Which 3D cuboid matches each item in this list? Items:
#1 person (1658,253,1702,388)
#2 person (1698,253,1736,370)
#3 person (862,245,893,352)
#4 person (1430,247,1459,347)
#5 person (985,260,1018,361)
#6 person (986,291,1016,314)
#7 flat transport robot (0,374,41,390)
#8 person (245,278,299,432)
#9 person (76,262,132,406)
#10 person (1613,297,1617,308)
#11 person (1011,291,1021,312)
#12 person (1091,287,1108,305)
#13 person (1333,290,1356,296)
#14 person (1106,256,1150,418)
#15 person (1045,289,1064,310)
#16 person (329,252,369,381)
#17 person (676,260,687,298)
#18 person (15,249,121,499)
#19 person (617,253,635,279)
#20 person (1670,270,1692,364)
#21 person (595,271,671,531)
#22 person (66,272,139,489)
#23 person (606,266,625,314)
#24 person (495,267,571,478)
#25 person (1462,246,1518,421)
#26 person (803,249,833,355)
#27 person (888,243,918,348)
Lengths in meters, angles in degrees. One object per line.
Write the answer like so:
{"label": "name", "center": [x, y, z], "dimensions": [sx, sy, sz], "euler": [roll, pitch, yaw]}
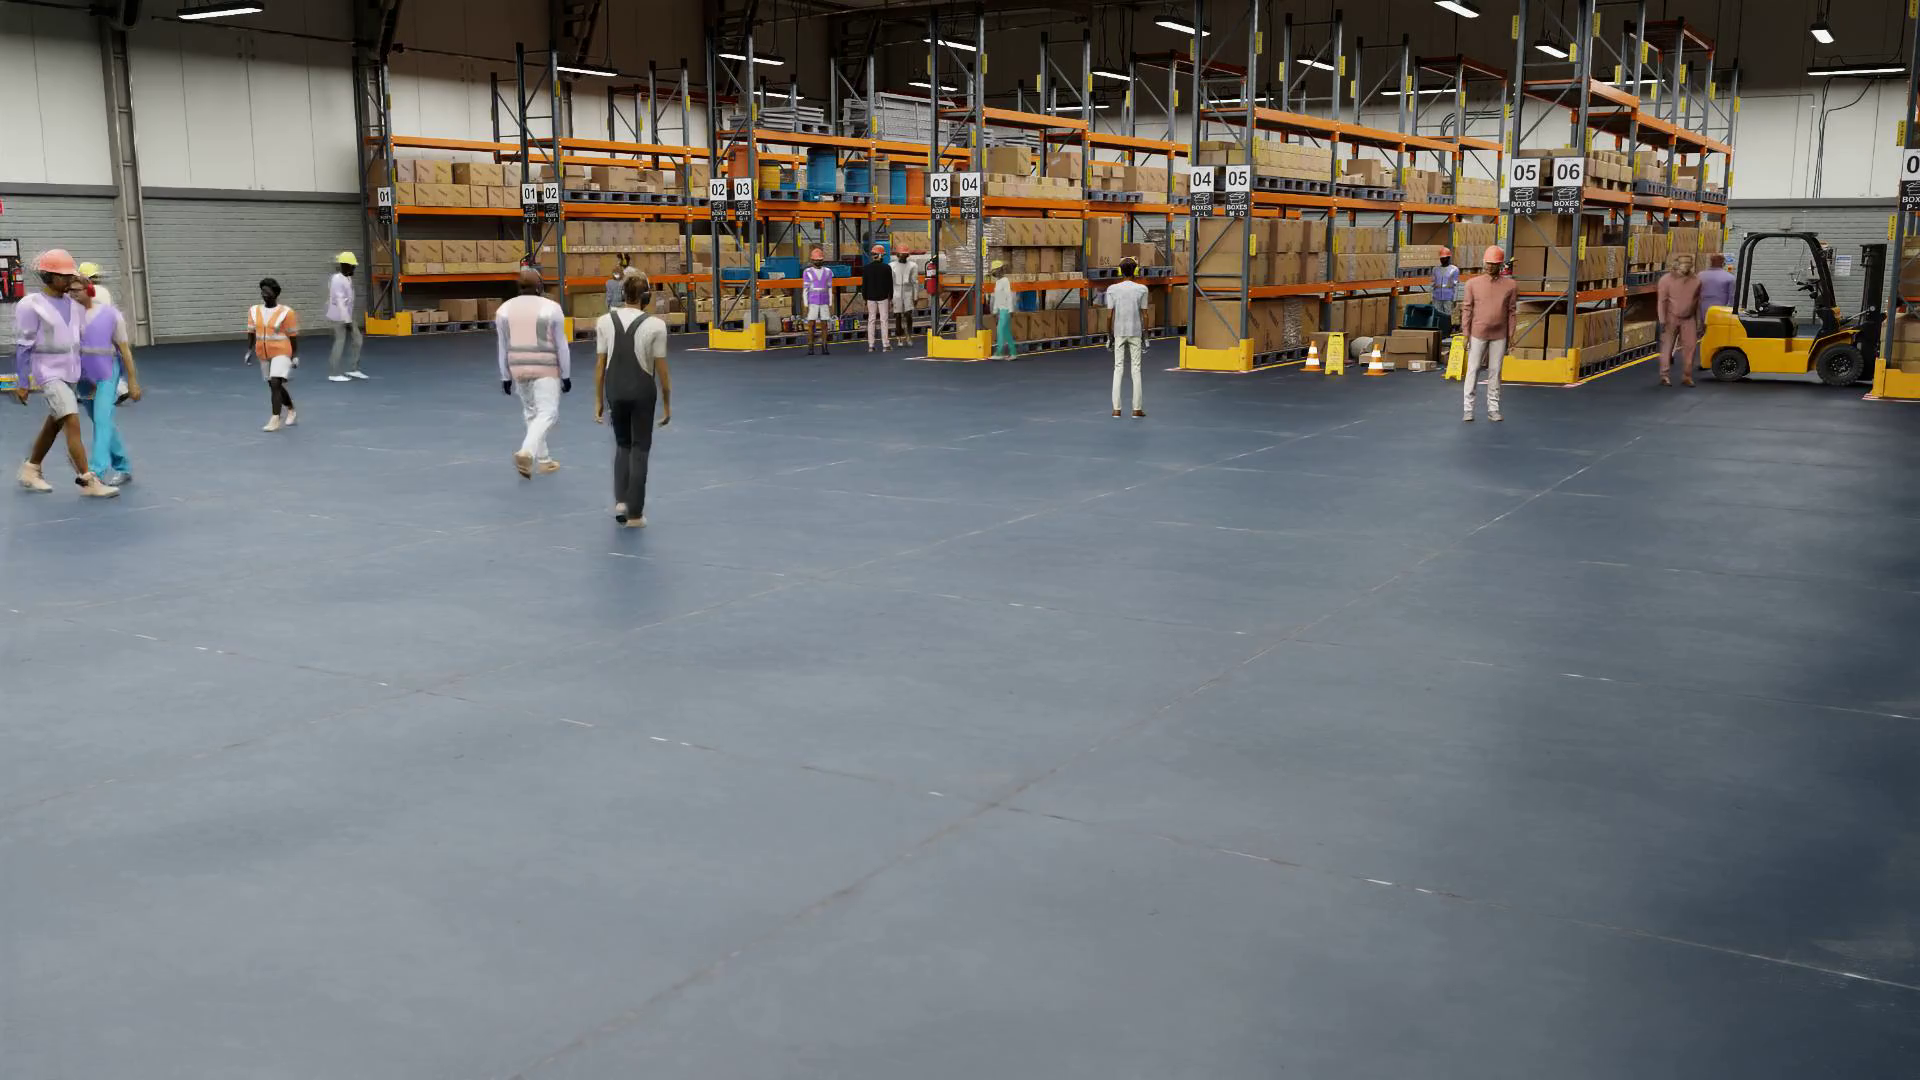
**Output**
{"label": "person", "center": [10.130, -3.078, 23.388], "dimensions": [0.661, 1.886, 0.712], "euler": [0, 10, 0]}
{"label": "person", "center": [12.125, -3.659, 26.698], "dimensions": [1.013, 1.851, 0.666], "euler": [-9, 13, -41]}
{"label": "person", "center": [-1.527, -4.513, 31.114], "dimensions": [0.610, 1.989, 0.392], "euler": [4, 11, 19]}
{"label": "person", "center": [9.398, -4.704, 32.328], "dimensions": [0.548, 1.937, 0.379], "euler": [7, 12, 35]}
{"label": "person", "center": [0.683, -3.931, 28.579], "dimensions": [0.701, 1.716, 0.601], "euler": [-3, 11, -17]}
{"label": "person", "center": [0.806, -4.815, 32.984], "dimensions": [0.626, 1.931, 0.376], "euler": [0, 10, 1]}
{"label": "flat transport robot", "center": [-12.963, -2.136, 22.611], "dimensions": [1.431, 0.197, 0.652], "euler": [-9, 14, -41]}
{"label": "person", "center": [-7.459, -2.036, 18.157], "dimensions": [0.530, 1.662, 0.849], "euler": [2, 10, 10]}
{"label": "person", "center": [-10.705, -2.544, 20.646], "dimensions": [0.901, 1.800, 0.590], "euler": [0, 10, 2]}
{"label": "person", "center": [14.643, -5.481, 36.733], "dimensions": [0.578, 1.911, 0.750], "euler": [3, 11, 17]}
{"label": "person", "center": [1.154, -5.380, 36.440], "dimensions": [0.515, 1.832, 0.936], "euler": [4, 11, 21]}
{"label": "person", "center": [3.362, -5.838, 39.219], "dimensions": [0.553, 1.729, 0.815], "euler": [3, 11, 18]}
{"label": "person", "center": [8.387, -5.258, 36.297], "dimensions": [0.509, 1.629, 0.316], "euler": [3, 10, 14]}
{"label": "person", "center": [1.953, -2.355, 19.349], "dimensions": [0.514, 1.876, 0.328], "euler": [2, 10, 12]}
{"label": "person", "center": [2.015, -5.204, 36.034], "dimensions": [0.509, 1.610, 0.629], "euler": [7, 12, 35]}
{"label": "person", "center": [-8.999, -3.274, 24.432], "dimensions": [0.683, 1.894, 0.666], "euler": [-1, 10, -5]}
{"label": "person", "center": [-6.591, -5.900, 39.880], "dimensions": [0.499, 1.633, 0.289], "euler": [7, 12, 33]}
{"label": "person", "center": [-7.236, -1.326, 13.312], "dimensions": [1.067, 1.985, 0.612], "euler": [3, 11, 15]}
{"label": "person", "center": [-6.432, -4.709, 32.608], "dimensions": [0.530, 1.845, 0.559], "euler": [3, 11, 16]}
{"label": "person", "center": [12.163, -3.768, 28.038], "dimensions": [0.526, 1.606, 0.823], "euler": [6, 12, 32]}
{"label": "person", "center": [-2.300, -0.981, 11.784], "dimensions": [0.534, 1.824, 0.481], "euler": [2, 10, 9]}
{"label": "person", "center": [-7.093, -1.281, 13.574], "dimensions": [0.564, 1.782, 1.005], "euler": [1, 10, 3]}
{"label": "person", "center": [-6.436, -4.362, 31.364], "dimensions": [0.534, 1.586, 0.692], "euler": [0, 10, -2]}
{"label": "person", "center": [-3.697, -1.443, 14.391], "dimensions": [0.628, 1.817, 0.838], "euler": [3, 11, 15]}
{"label": "person", "center": [6.037, -2.347, 18.972], "dimensions": [0.612, 1.991, 0.392], "euler": [1, 10, 4]}
{"label": "person", "center": [-2.567, -4.317, 30.201], "dimensions": [0.545, 1.928, 0.393], "euler": [-3, 11, -17]}
{"label": "person", "center": [-1.123, -4.731, 32.271], "dimensions": [0.635, 2.017, 0.741], "euler": [0, 10, -1]}
